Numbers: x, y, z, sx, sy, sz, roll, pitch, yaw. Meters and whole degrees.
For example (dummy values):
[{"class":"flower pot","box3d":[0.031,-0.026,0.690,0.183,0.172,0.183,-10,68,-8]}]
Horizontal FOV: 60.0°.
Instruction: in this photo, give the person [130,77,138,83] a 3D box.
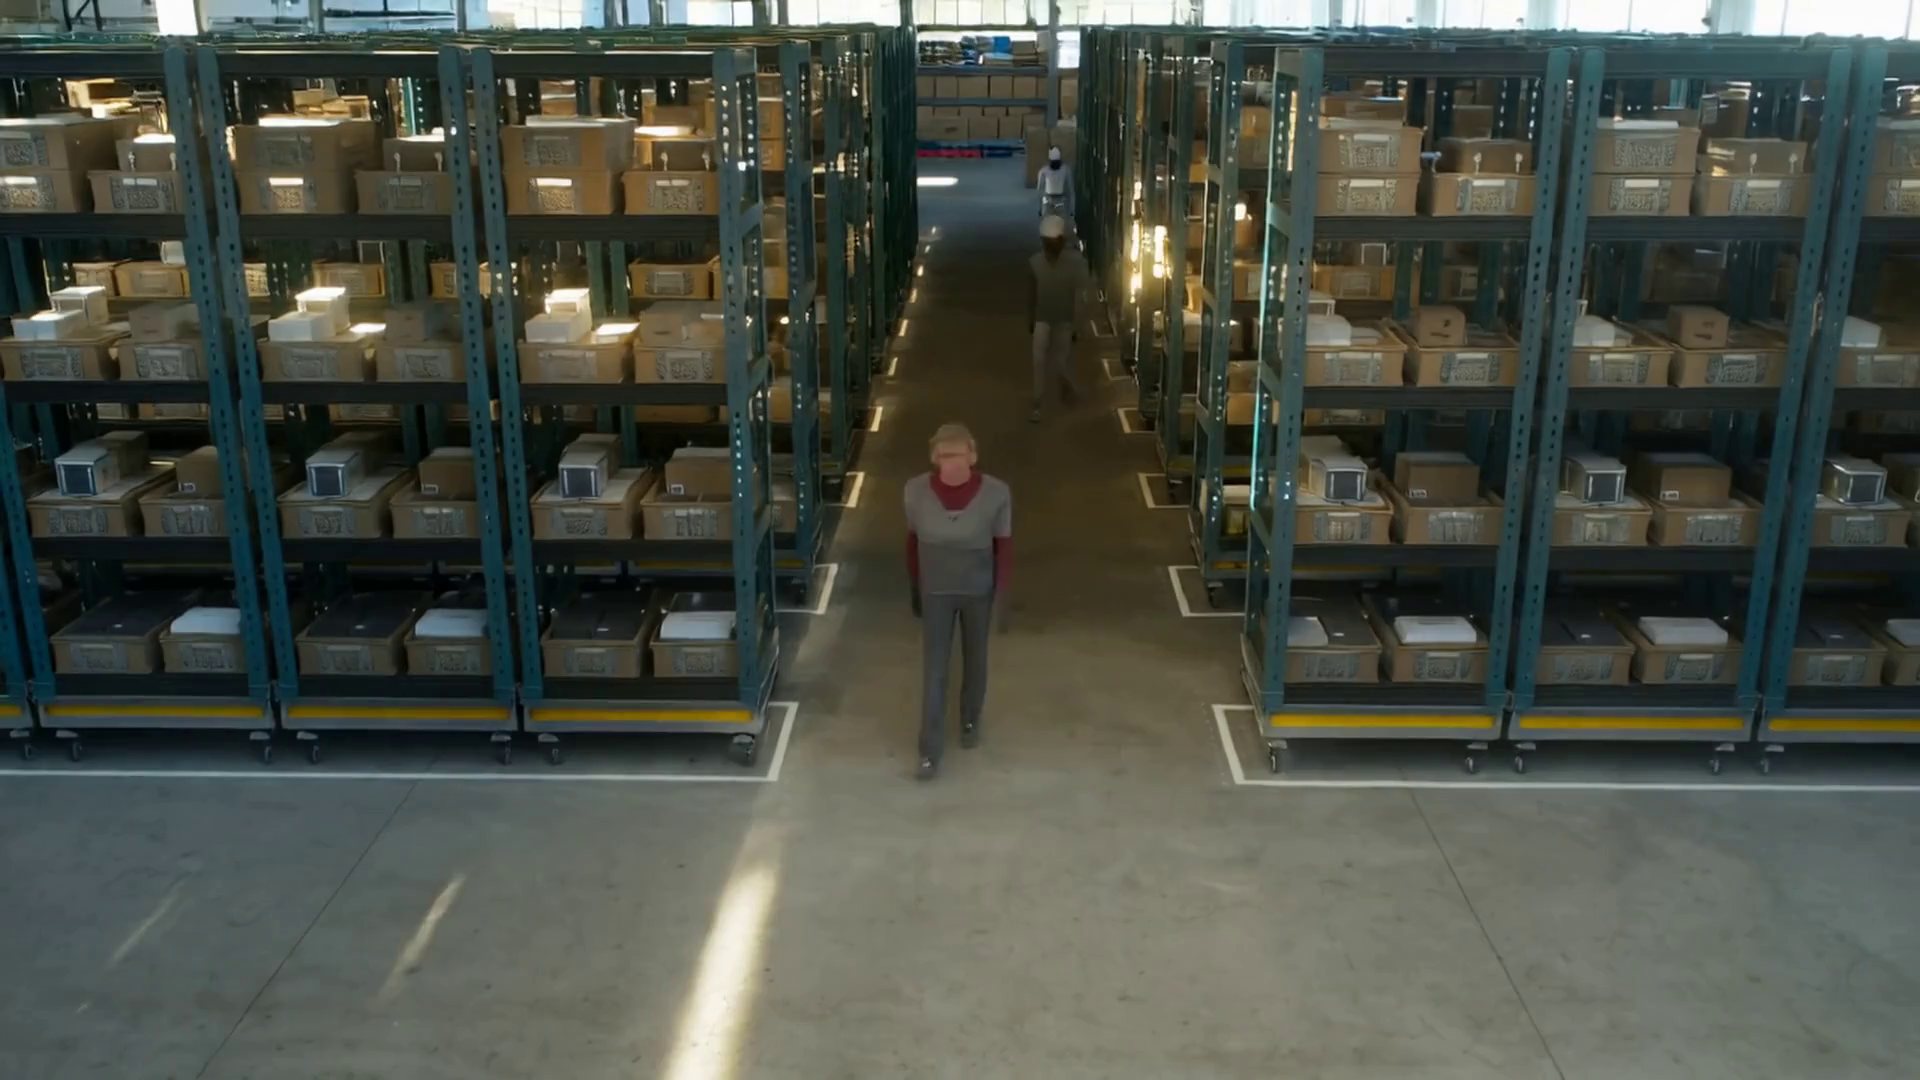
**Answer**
[{"class":"person","box3d":[-27.085,-14.339,54.959,0.609,1.889,0.687,8,19,23]}]

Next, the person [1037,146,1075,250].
[{"class":"person","box3d":[1.506,-5.257,26.148,0.605,1.812,0.591,2,18,6]}]

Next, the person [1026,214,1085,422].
[{"class":"person","box3d":[0.934,-2.157,16.024,0.618,1.966,0.854,7,19,21]}]

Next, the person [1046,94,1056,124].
[{"class":"person","box3d":[2.721,-12.382,49.031,0.943,1.708,0.530,3,18,11]}]

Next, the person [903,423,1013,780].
[{"class":"person","box3d":[-0.018,0.307,8.418,0.589,1.799,0.929,2,18,7]}]
